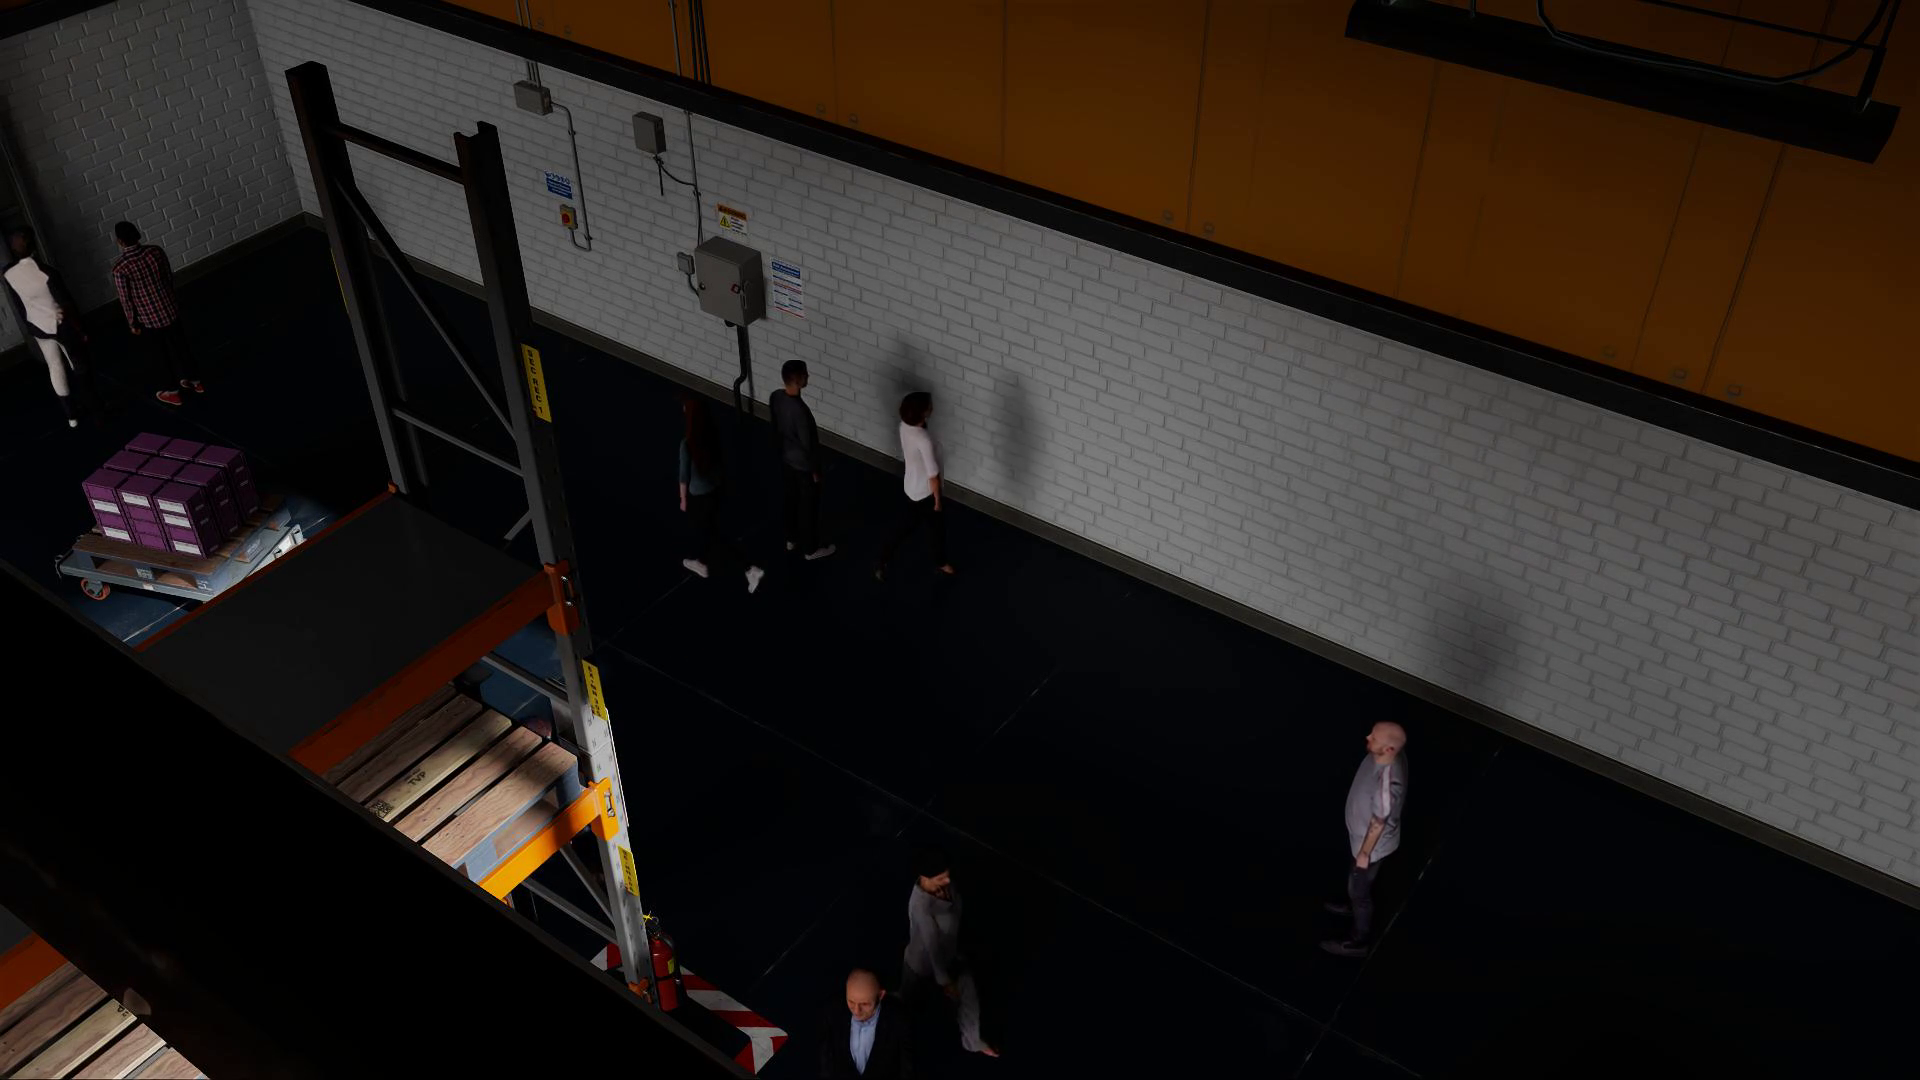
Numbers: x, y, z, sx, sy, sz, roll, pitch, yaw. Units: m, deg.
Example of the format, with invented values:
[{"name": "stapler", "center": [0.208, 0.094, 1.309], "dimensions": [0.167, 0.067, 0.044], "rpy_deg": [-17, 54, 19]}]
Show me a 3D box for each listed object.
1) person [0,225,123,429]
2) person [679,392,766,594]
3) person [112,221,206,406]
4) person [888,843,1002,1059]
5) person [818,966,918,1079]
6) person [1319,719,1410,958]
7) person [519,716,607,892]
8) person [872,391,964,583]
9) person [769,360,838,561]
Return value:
[{"name": "person", "center": [-7.793, -1.819, 14.316], "dimensions": [0.778, 1.891, 0.764], "rpy_deg": [5, 39, 6]}, {"name": "person", "center": [-1.854, -0.305, 12.558], "dimensions": [0.660, 1.719, 1.007], "rpy_deg": [21, 43, 25]}, {"name": "person", "center": [-7.092, -2.018, 14.671], "dimensions": [0.722, 1.758, 0.494], "rpy_deg": [24, 44, 27]}, {"name": "person", "center": [-0.253, 2.311, 9.270], "dimensions": [0.801, 1.734, 1.077], "rpy_deg": [14, 41, 17]}, {"name": "person", "center": [-0.471, 2.795, 8.610], "dimensions": [0.759, 1.800, 0.745], "rpy_deg": [6, 39, 7]}, {"name": "person", "center": [2.458, 1.749, 9.897], "dimensions": [0.782, 1.829, 0.632], "rpy_deg": [10, 40, 12]}, {"name": "person", "center": [-2.567, 1.748, 9.954], "dimensions": [1.138, 1.759, 1.101], "rpy_deg": [-7, 39, -8]}, {"name": "person", "center": [-0.353, -0.338, 12.553], "dimensions": [1.090, 1.776, 0.898], "rpy_deg": [-20, 43, -23]}, {"name": "person", "center": [-1.249, -0.623, 12.918], "dimensions": [0.594, 1.765, 0.655], "rpy_deg": [-32, 48, -33]}]
